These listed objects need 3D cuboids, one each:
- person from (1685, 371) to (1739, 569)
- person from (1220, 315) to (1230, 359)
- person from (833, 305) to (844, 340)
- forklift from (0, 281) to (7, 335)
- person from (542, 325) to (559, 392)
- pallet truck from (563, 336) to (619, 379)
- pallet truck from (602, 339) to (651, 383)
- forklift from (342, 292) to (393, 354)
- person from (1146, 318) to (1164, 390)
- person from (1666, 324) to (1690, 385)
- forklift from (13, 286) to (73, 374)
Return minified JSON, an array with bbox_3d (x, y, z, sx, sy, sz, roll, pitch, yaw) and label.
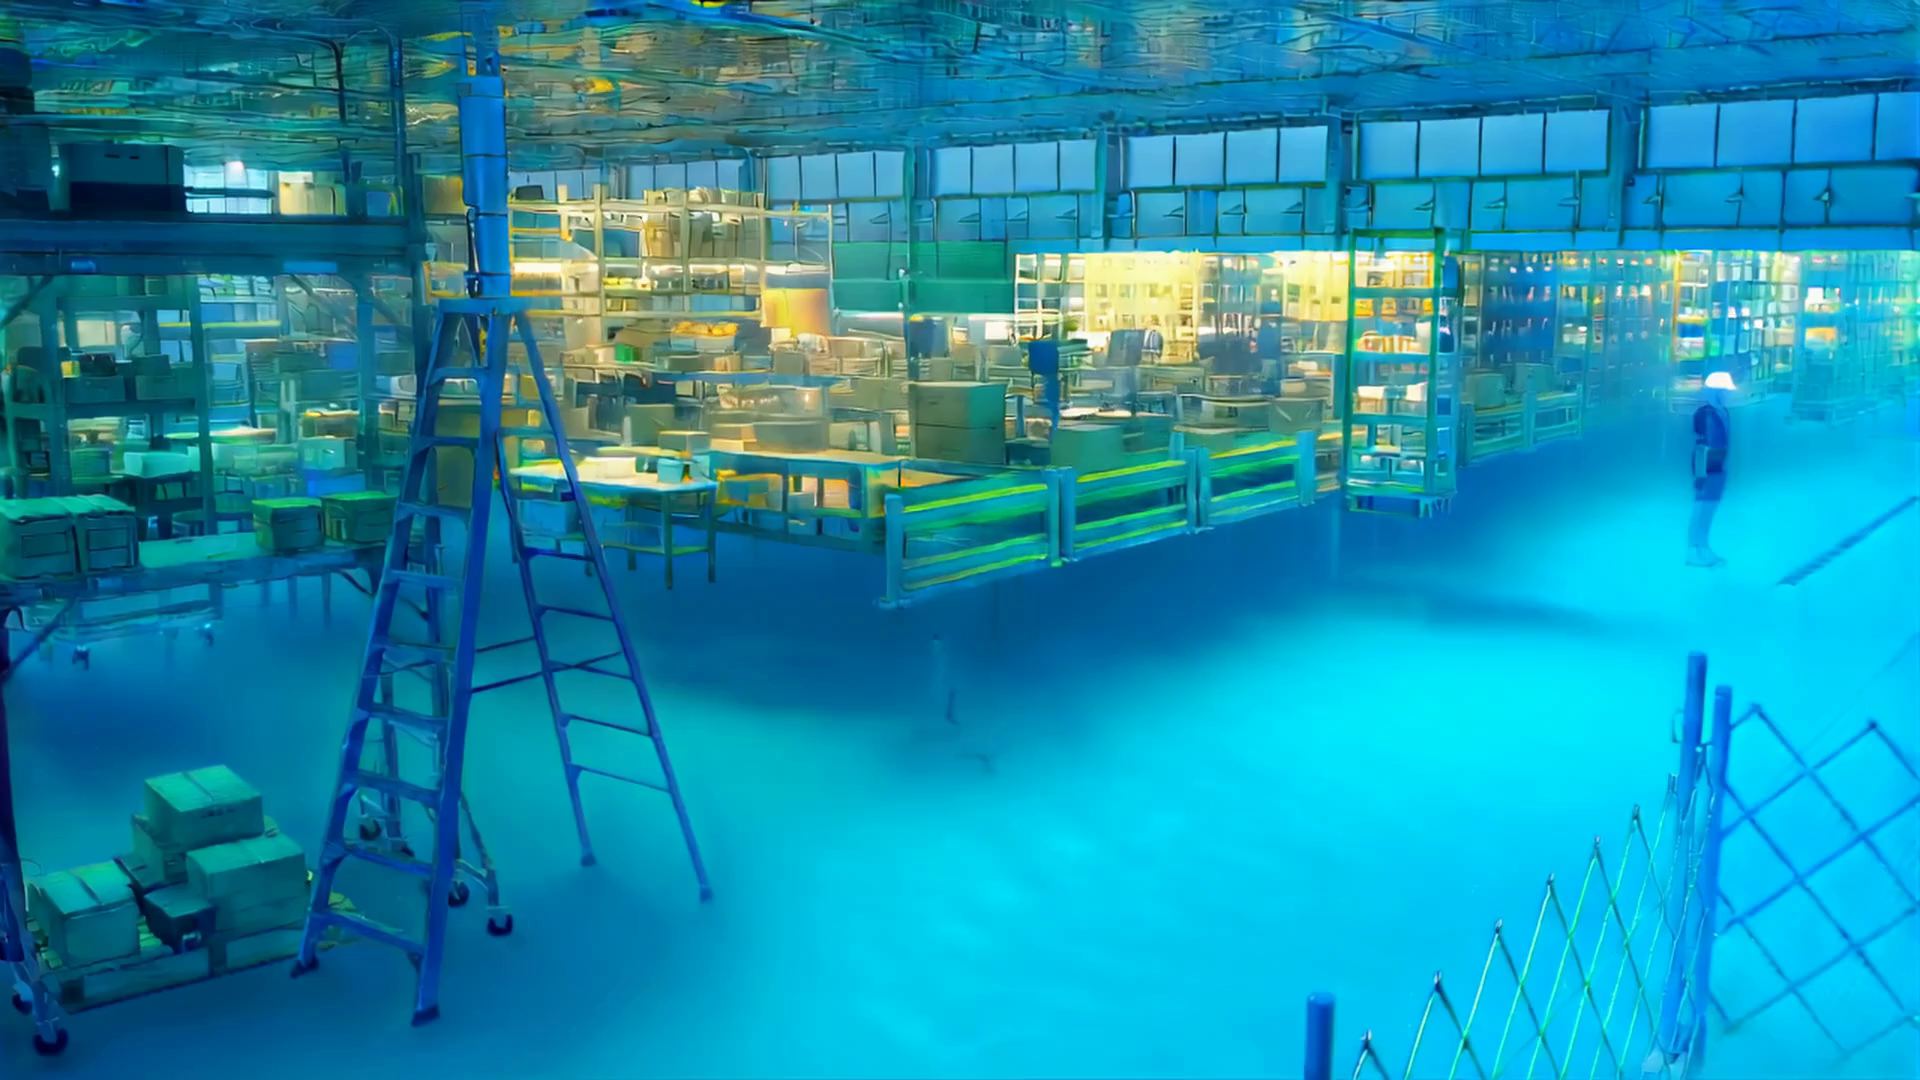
[{"bbox_3d":[7.783,-0.726,17.164,0.615,2.041,0.385,-8,12,-43],"label":"person"},{"bbox_3d":[8.011,-5.998,50.759,0.430,1.820,0.618,5,11,30],"label":"person"},{"bbox_3d":[-5.009,-8.908,69.240,0.904,1.718,0.538,8,12,41],"label":"person"},{"bbox_3d":[-27.118,-5.841,46.486,1.873,2.768,1.129,7,11,36],"label":"forklift"},{"bbox_3d":[-10.582,-4.682,42.821,0.870,1.729,0.525,4,10,26],"label":"person"},{"bbox_3d":[-10.690,-5.294,48.215,1.601,1.201,0.680,-5,10,-26],"label":"pallet truck"},{"bbox_3d":[-8.991,-4.871,45.351,0.653,1.274,1.630,7,11,37],"label":"pallet truck"},{"bbox_3d":[-16.485,-5.622,45.120,1.129,2.768,1.873,7,11,37],"label":"forklift"},{"bbox_3d":[4.780,-4.432,40.601,0.408,1.942,0.615,-4,10,-25],"label":"person"},{"bbox_3d":[18.358,-4.652,42.314,0.556,1.821,0.589,5,10,28],"label":"person"},{"bbox_3d":[-24.397,-5.426,43.898,1.873,2.768,1.129,7,11,37],"label":"forklift"}]
